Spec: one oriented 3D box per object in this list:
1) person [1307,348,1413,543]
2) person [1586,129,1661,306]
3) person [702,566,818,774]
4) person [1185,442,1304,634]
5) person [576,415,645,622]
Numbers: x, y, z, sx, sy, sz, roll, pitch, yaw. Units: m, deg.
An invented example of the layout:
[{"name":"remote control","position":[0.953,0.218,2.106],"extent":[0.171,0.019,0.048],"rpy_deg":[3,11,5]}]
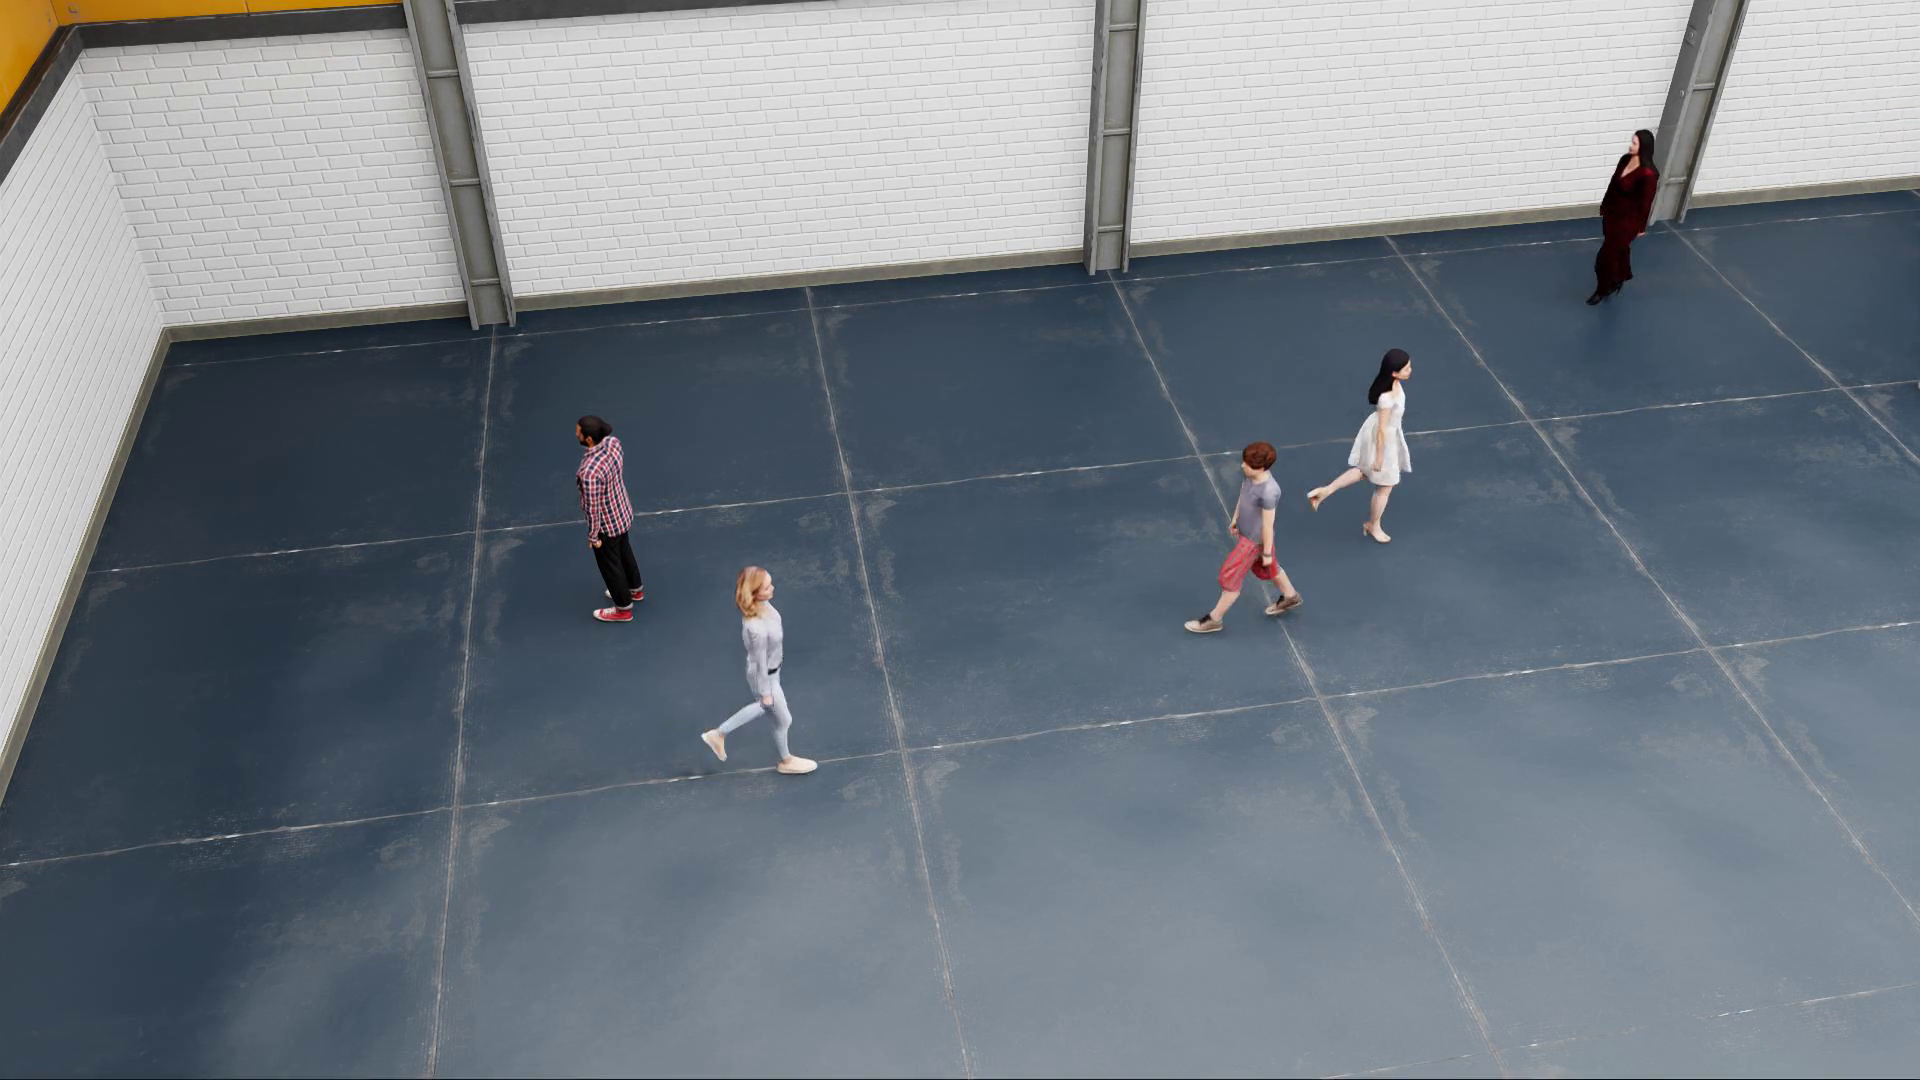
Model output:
[{"name":"person","position":[3.130,-0.715,12.742],"extent":[1.063,1.755,0.837],"rpy_deg":[7,39,8]},{"name":"person","position":[6.335,-3.035,15.660],"extent":[0.771,1.738,0.691],"rpy_deg":[-9,39,-11]},{"name":"person","position":[-1.335,0.880,10.723],"extent":[1.007,1.781,0.684],"rpy_deg":[-1,39,-1]},{"name":"person","position":[2.204,-0.018,11.980],"extent":[1.135,1.615,0.611],"rpy_deg":[-5,39,-6]},{"name":"person","position":[-2.550,-0.178,12.067],"extent":[0.728,1.758,0.757],"rpy_deg":[8,39,10]}]
